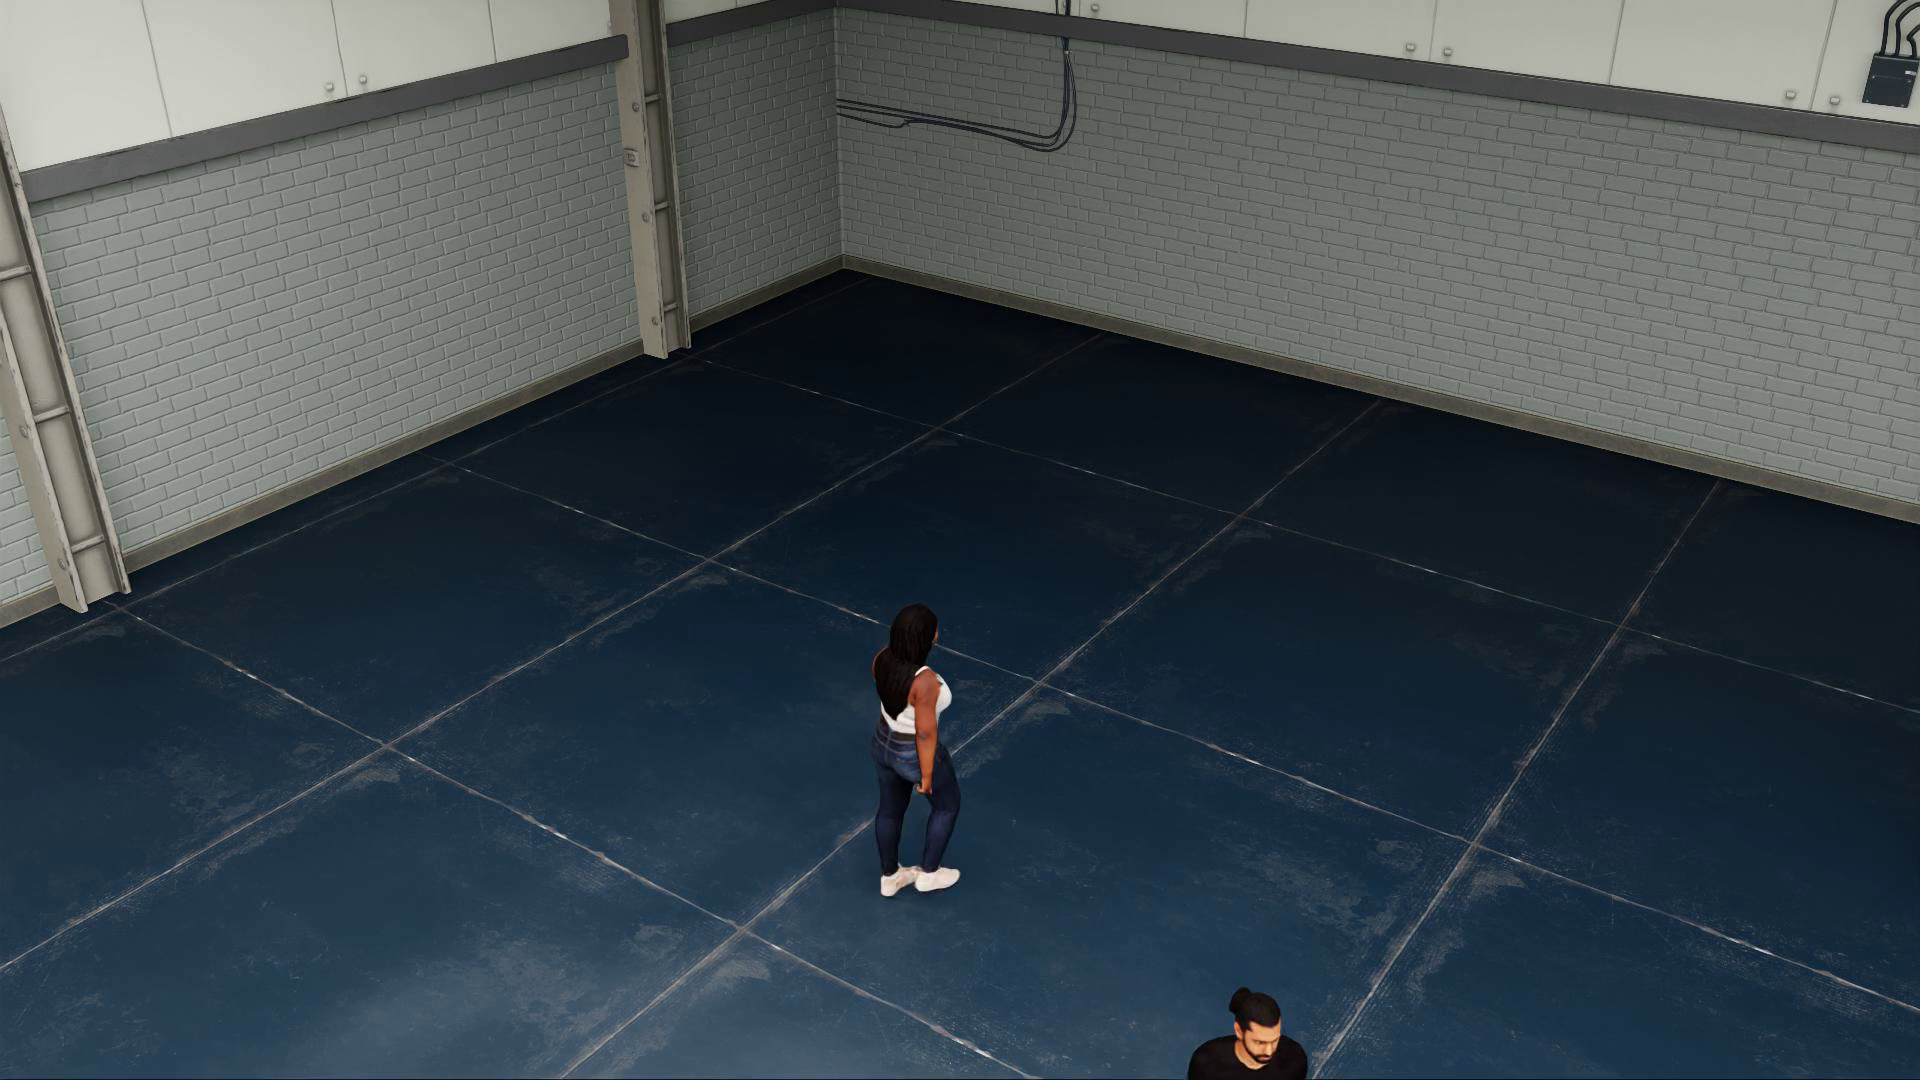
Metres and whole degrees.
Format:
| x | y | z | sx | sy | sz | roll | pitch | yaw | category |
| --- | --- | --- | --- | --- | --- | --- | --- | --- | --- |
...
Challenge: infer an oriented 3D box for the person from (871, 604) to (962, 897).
| x | y | z | sx | sy | sz | roll | pitch | yaw | category |
| --- | --- | --- | --- | --- | --- | --- | --- | --- | --- |
| -0.350 | 1.181 | 8.875 | 0.709 | 1.793 | 0.703 | -25 | 37 | -38 | person |

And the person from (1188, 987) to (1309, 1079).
| x | y | z | sx | sy | sz | roll | pitch | yaw | category |
| --- | --- | --- | --- | --- | --- | --- | --- | --- | --- |
| 1.083 | 2.412 | 6.627 | 1.068 | 1.733 | 1.124 | -5 | 28 | -9 | person |
